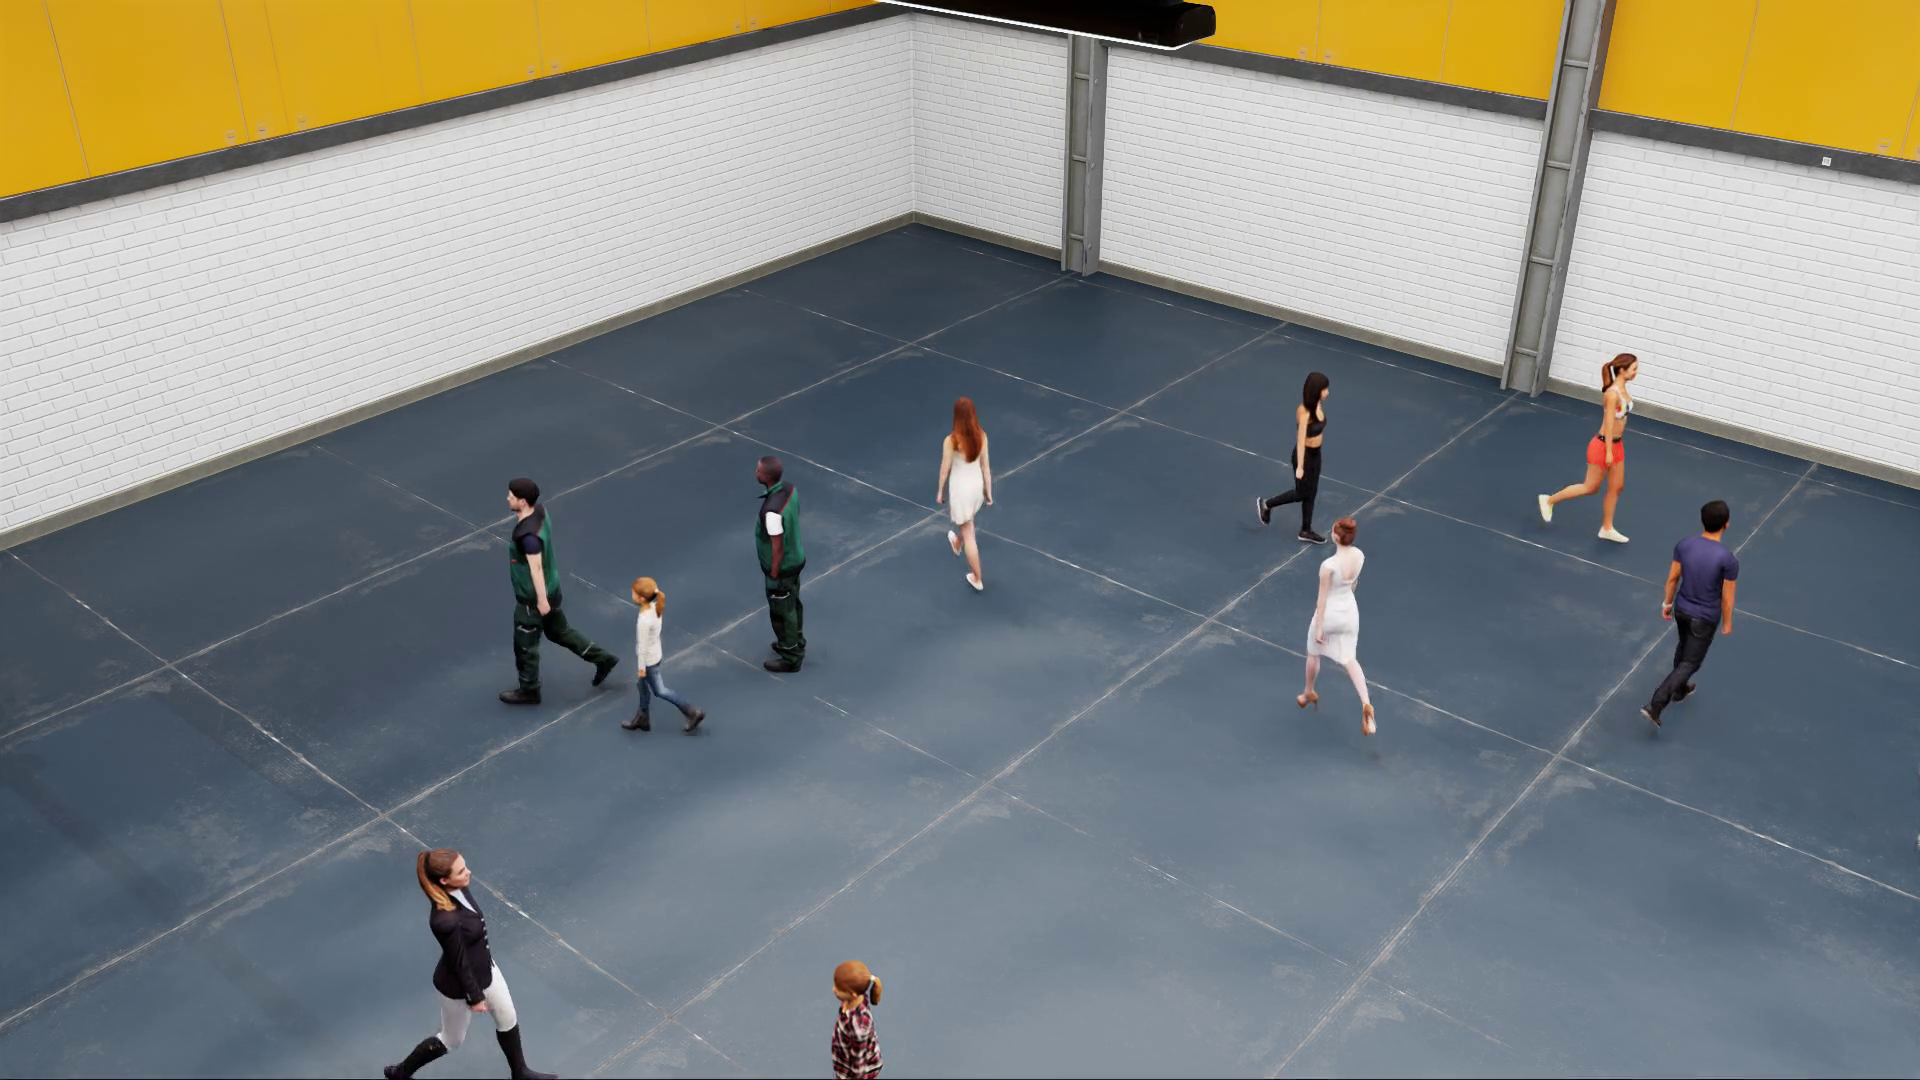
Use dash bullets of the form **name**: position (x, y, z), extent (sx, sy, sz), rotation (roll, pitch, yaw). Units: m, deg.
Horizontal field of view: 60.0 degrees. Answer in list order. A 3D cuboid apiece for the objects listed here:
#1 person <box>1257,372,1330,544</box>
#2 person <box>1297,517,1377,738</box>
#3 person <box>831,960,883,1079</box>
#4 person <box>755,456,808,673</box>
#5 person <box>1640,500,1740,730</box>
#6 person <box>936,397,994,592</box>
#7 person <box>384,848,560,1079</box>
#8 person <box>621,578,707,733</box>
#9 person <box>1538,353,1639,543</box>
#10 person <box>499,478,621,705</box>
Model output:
- **person**: position (3.011, -0.741, 14.789), extent (0.931, 1.631, 0.647), rotation (16, 32, 26)
- **person**: position (2.802, 0.650, 12.099), extent (0.874, 1.766, 1.152), rotation (-13, 31, -22)
- **person**: position (-0.525, 2.735, 8.759), extent (0.661, 1.304, 0.589), rotation (-5, 29, -9)
- **person**: position (-1.382, 0.182, 12.882), extent (0.782, 1.837, 0.779), rotation (4, 29, 7)
- **person**: position (5.370, 0.577, 12.235), extent (0.908, 1.763, 1.118), rotation (-18, 34, -30)
- **person**: position (0.091, -0.359, 14.044), extent (0.889, 1.674, 1.155), rotation (-12, 31, -22)
- **person**: position (-2.754, 2.399, 8.963), extent (1.153, 1.698, 1.058), rotation (-1, 29, -2)
- **person**: position (-2.200, 0.878, 12.171), extent (0.922, 1.296, 0.799), rotation (1, 29, 3)
- **person**: position (5.661, -0.822, 14.797), extent (1.047, 1.765, 0.593), rotation (19, 34, 31)
- **person**: position (-3.058, 0.388, 12.468), extent (1.227, 1.872, 1.185), rotation (-3, 29, -6)
